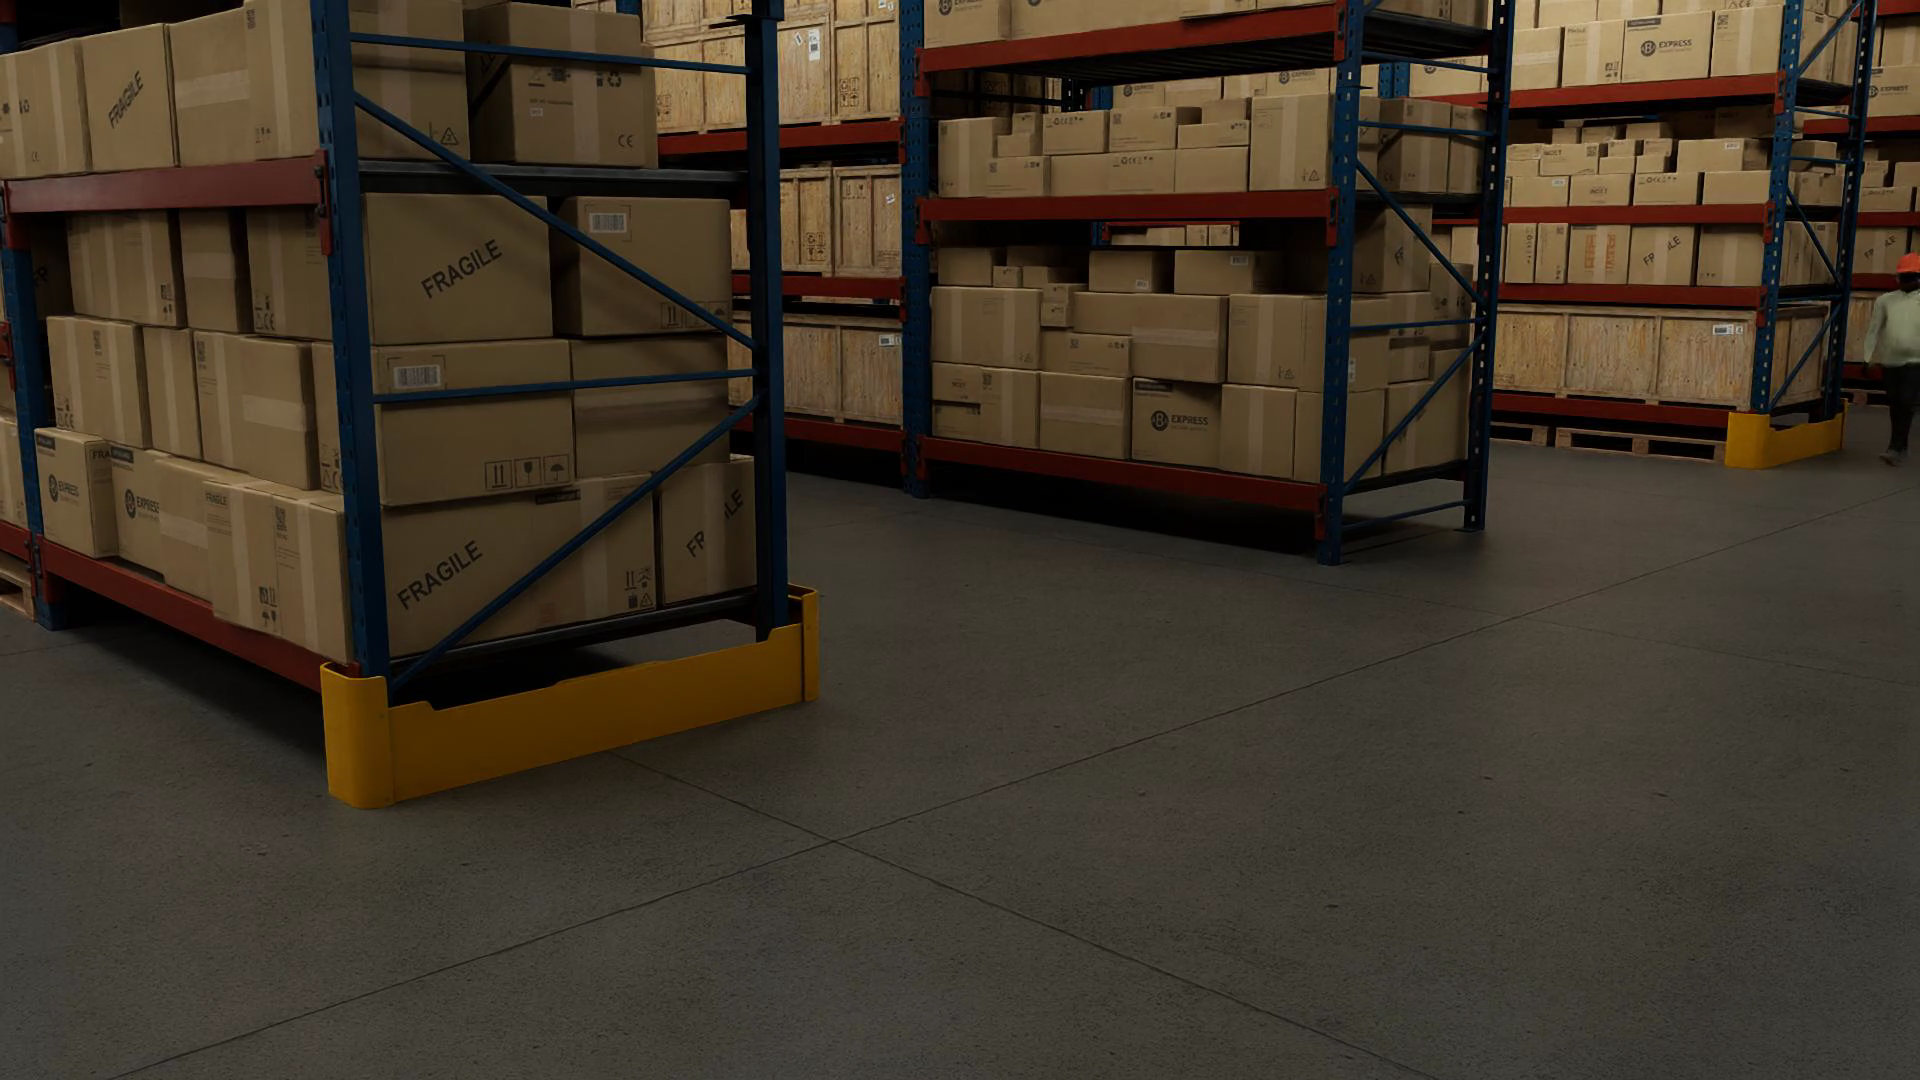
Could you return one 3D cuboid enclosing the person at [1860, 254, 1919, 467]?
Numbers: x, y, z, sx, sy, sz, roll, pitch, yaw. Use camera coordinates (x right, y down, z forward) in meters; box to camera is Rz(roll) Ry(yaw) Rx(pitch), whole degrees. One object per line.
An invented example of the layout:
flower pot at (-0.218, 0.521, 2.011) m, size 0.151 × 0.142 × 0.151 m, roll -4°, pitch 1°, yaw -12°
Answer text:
person at (8.705, -1.659, 15.433) m, size 1.005 × 1.942 × 0.640 m, roll -10°, pitch 14°, yaw -43°
